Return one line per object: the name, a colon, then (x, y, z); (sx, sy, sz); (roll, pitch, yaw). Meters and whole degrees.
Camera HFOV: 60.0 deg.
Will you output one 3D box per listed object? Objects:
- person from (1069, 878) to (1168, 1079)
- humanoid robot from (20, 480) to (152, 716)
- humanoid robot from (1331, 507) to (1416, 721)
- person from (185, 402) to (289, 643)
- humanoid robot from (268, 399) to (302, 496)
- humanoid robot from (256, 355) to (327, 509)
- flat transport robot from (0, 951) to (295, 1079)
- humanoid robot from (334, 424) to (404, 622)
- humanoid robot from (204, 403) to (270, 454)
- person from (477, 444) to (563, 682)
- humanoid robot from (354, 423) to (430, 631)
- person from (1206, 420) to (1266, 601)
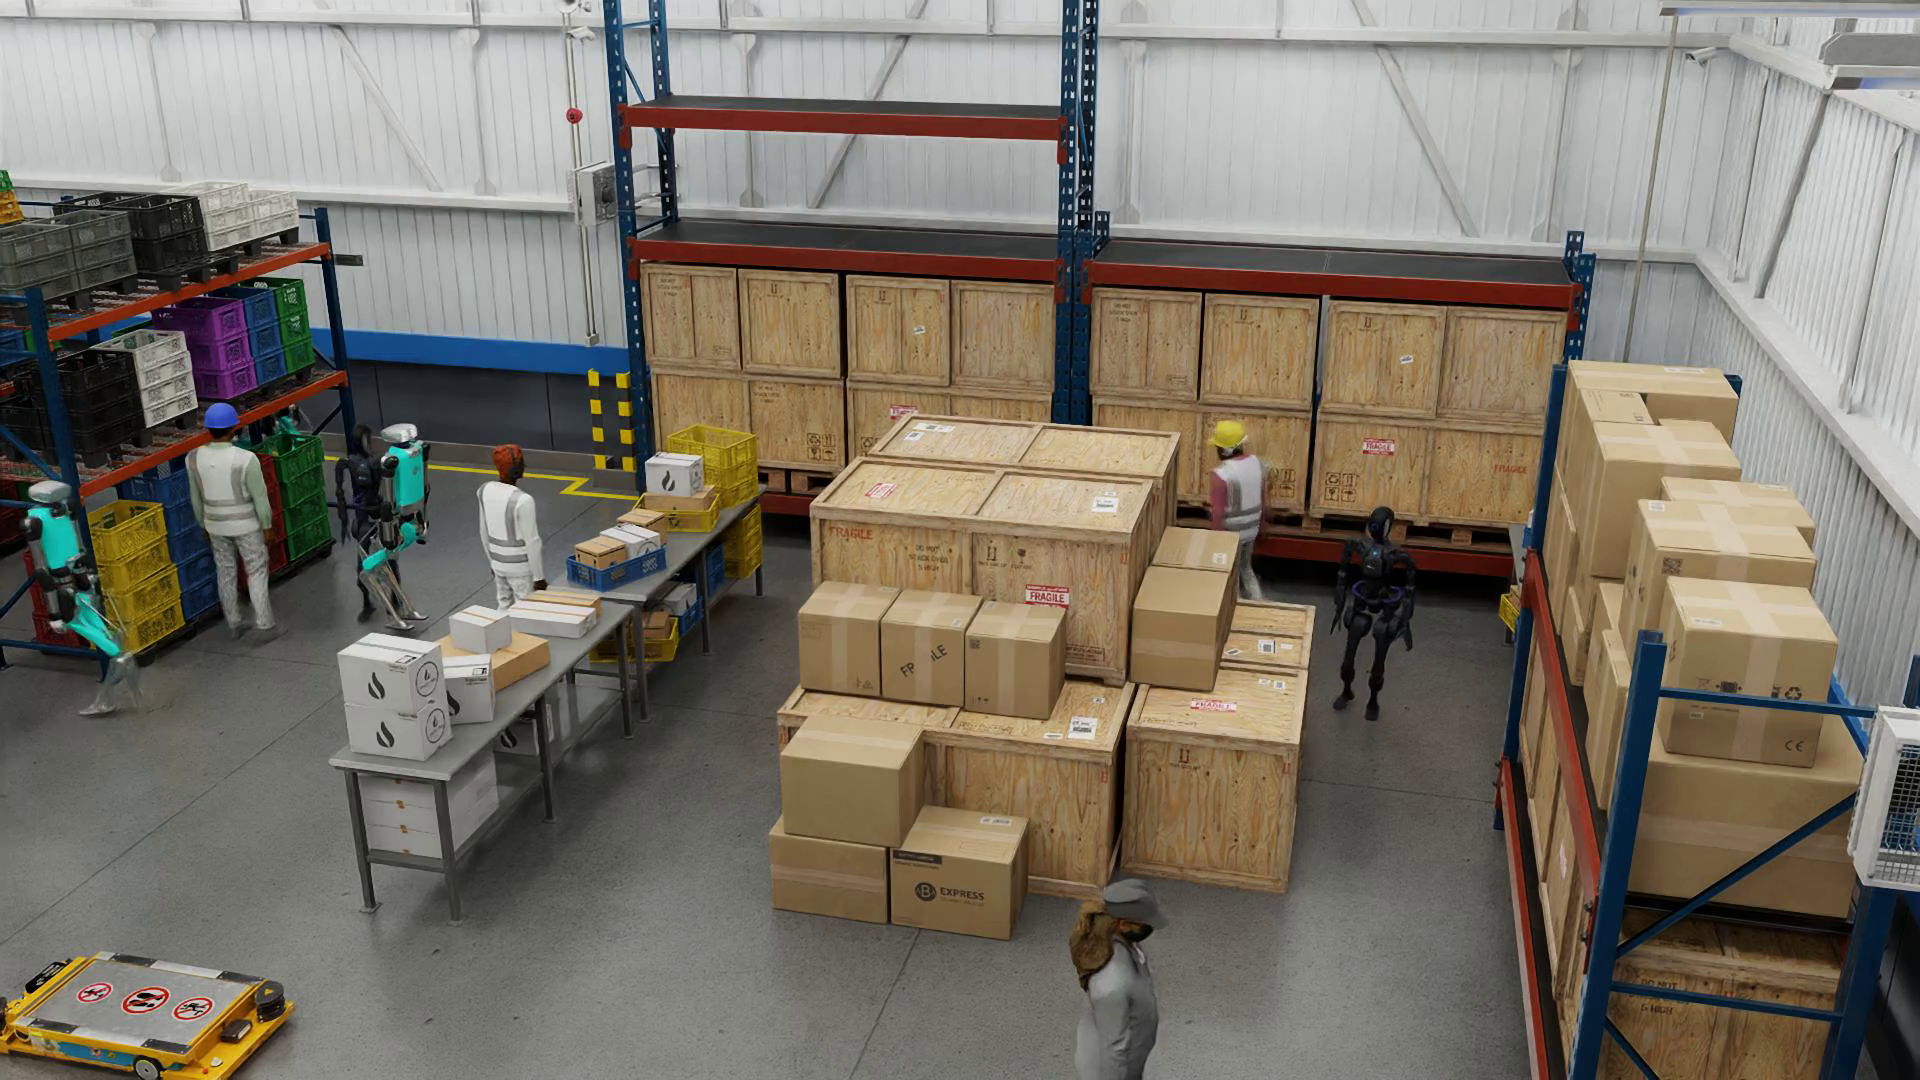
person: (0.658, 2.222, 7.136); (0.407, 1.761, 0.566); (2, 21, 6)
humanoid robot: (-6.101, 0.503, 11.818); (0.729, 1.908, 0.542); (2, 21, 5)
humanoid robot: (2.928, 0.517, 11.736); (0.599, 1.642, 0.405); (12, 24, 28)
person: (-5.673, -0.129, 13.034); (0.613, 1.945, 0.402); (2, 21, 6)
humanoid robot: (-6.627, -1.173, 16.127); (0.315, 1.653, 0.599); (-8, 22, -20)
humanoid robot: (-6.380, -1.099, 15.856); (0.730, 1.772, 0.530); (8, 22, 21)
flat transport robot: (-4.270, 2.464, 8.601); (1.431, 0.231, 0.659); (5, 22, 13)
humanoid robot: (-4.731, -0.149, 13.473); (0.608, 1.645, 0.445); (-1, 21, -2)
humanoid robot: (-6.886, -1.115, 15.923); (0.541, 1.808, 0.652); (19, 28, 40)
person: (-3.271, 0.202, 12.257); (0.573, 1.881, 0.356); (15, 26, 34)
humanoid robot: (-4.537, -0.120, 13.166); (0.730, 1.692, 0.531); (7, 22, 17)
person: (2.141, -0.081, 13.124); (0.621, 1.801, 0.453); (-19, 28, -40)
